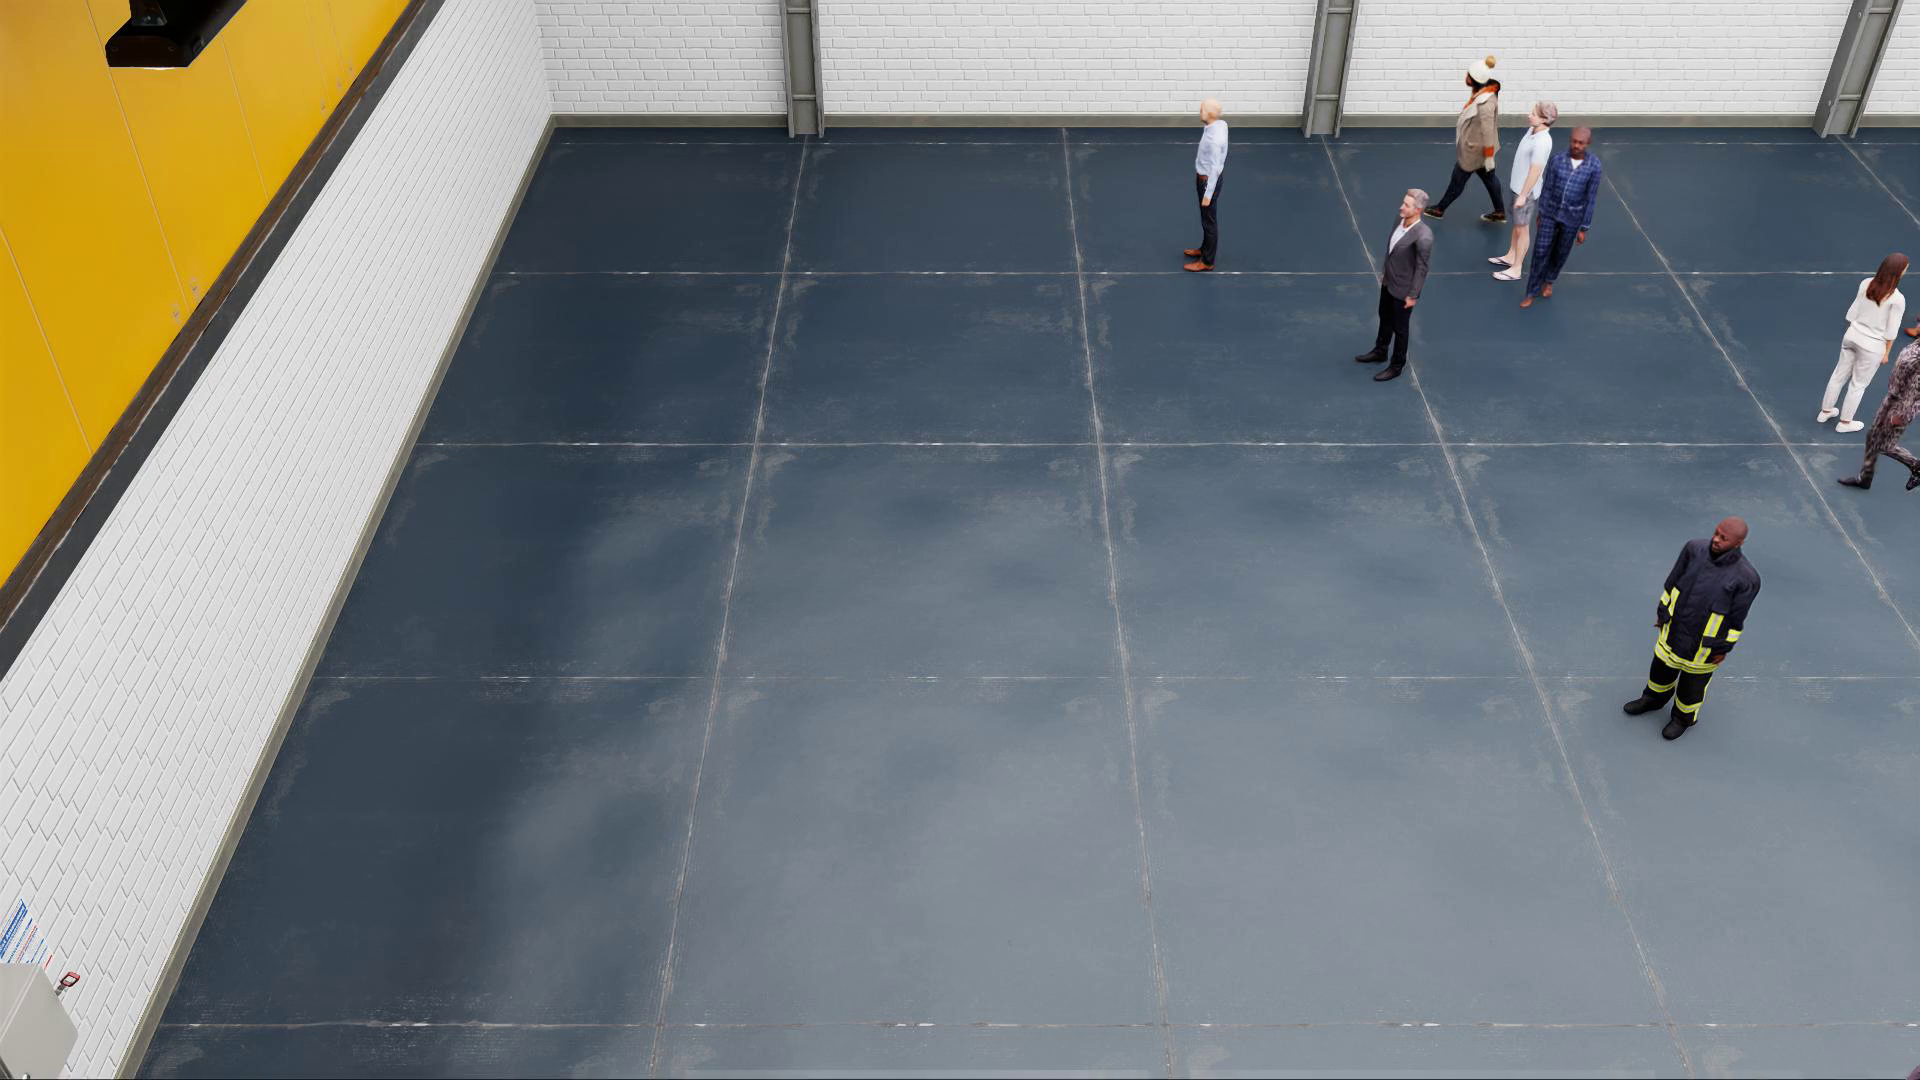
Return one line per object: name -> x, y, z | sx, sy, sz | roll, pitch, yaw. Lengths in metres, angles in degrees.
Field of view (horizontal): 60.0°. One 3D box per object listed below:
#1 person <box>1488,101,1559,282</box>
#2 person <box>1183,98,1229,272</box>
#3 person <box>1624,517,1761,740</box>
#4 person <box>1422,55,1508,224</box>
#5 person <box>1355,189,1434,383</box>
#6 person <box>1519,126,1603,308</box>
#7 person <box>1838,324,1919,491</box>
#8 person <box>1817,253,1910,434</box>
person -> 5.565, -3.441, 16.307 | 0.604, 1.832, 0.685 | 6, 39, 7
person -> 2.457, -3.511, 16.429 | 0.579, 1.789, 0.666 | 4, 39, 5
person -> 5.020, 0.563, 11.302 | 0.885, 1.821, 0.866 | -23, 44, -26
person -> 5.411, -4.041, 17.046 | 1.262, 1.848, 0.958 | 13, 40, 15
person -> 3.942, -2.311, 14.883 | 0.708, 1.842, 0.779 | -9, 40, -12
person -> 5.800, -3.145, 15.968 | 1.030, 1.792, 0.947 | 14, 41, 17
person -> 7.692, -1.069, 13.441 | 0.932, 1.702, 0.716 | 11, 40, 13
person -> 7.759, -1.695, 14.236 | 0.686, 1.688, 0.680 | -18, 42, -21
